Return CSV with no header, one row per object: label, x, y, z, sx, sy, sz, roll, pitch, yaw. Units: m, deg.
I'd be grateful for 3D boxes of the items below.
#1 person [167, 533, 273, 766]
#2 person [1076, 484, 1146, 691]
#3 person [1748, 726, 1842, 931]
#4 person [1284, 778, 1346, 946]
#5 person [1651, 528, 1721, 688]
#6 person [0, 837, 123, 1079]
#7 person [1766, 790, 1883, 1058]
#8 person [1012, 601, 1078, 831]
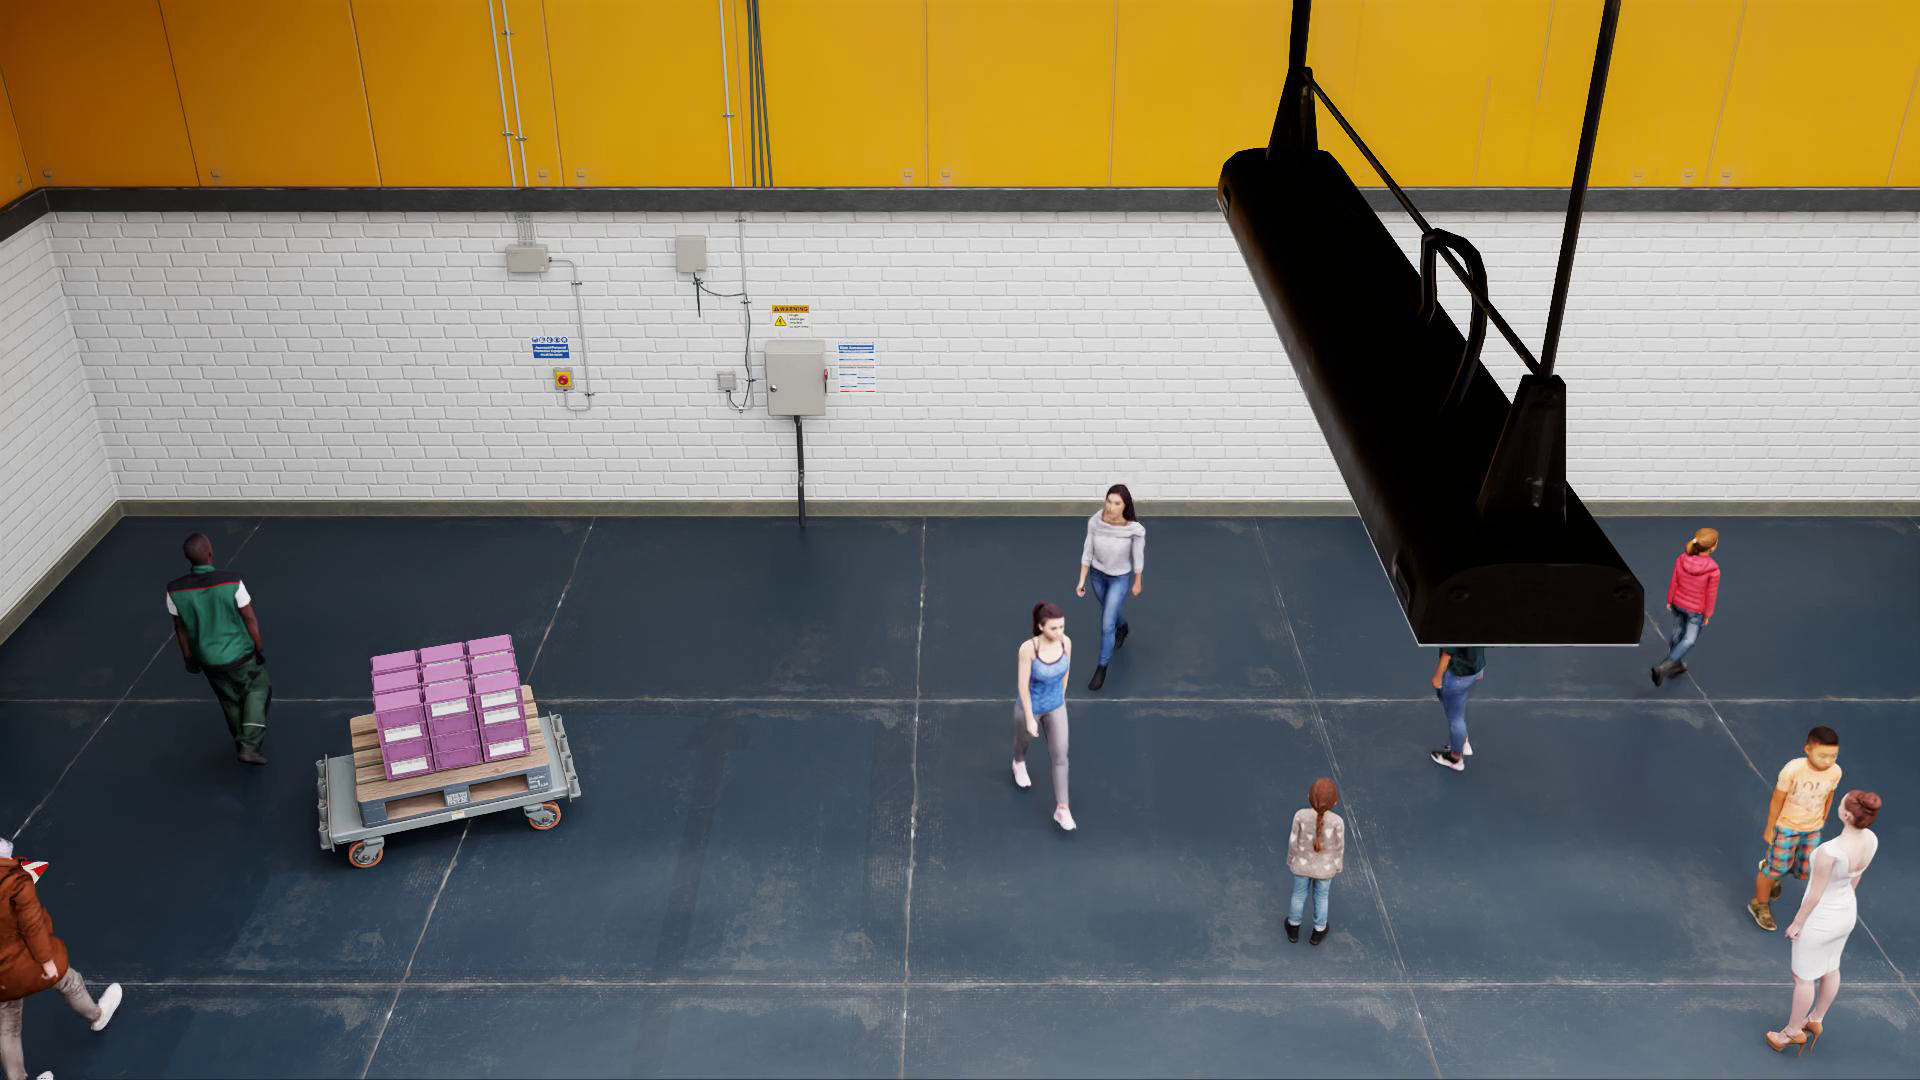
person,-5.012,0.816,11.331,0.777,1.830,0.912,-5,29,-9
person,1.167,0.273,12.573,0.976,1.593,1.156,17,33,28
person,5.049,1.695,10.121,0.588,1.447,0.668,-1,29,-1
person,2.122,1.924,9.964,0.522,1.194,0.527,7,29,13
person,5.401,0.525,12.417,0.817,1.302,0.812,-18,34,-30
person,-5.004,2.257,8.724,0.732,1.798,1.060,1,29,1
person,4.715,2.081,9.055,0.627,1.789,0.613,-12,31,-21
person,0.503,1.093,11.100,0.803,1.565,1.139,-10,30,-18
